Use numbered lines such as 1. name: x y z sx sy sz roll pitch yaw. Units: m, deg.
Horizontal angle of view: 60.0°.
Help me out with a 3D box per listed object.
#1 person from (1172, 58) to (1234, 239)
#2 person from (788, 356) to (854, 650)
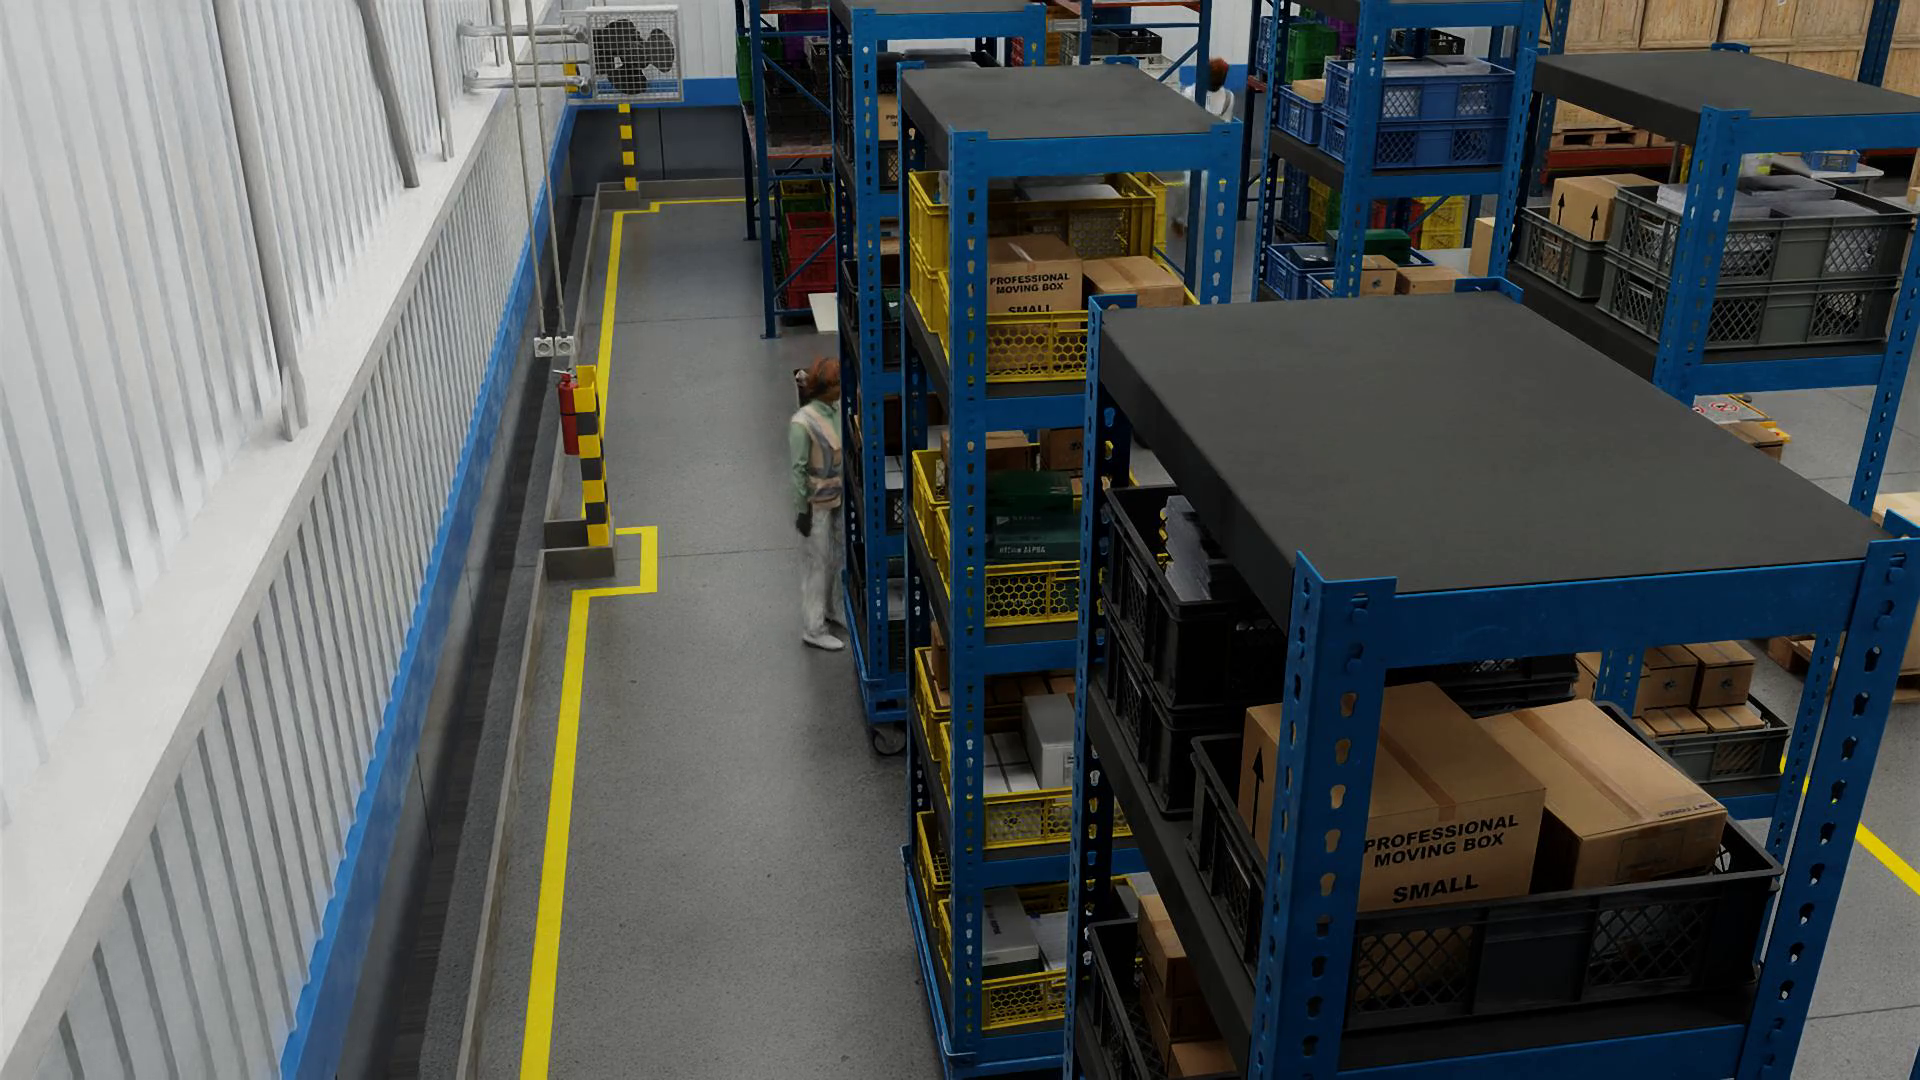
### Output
1. person: 2.485 -4.005 17.093 0.632 1.854 0.466 -7 26 -15
2. person: -0.739 -0.223 9.127 0.324 1.637 0.516 12 27 25
